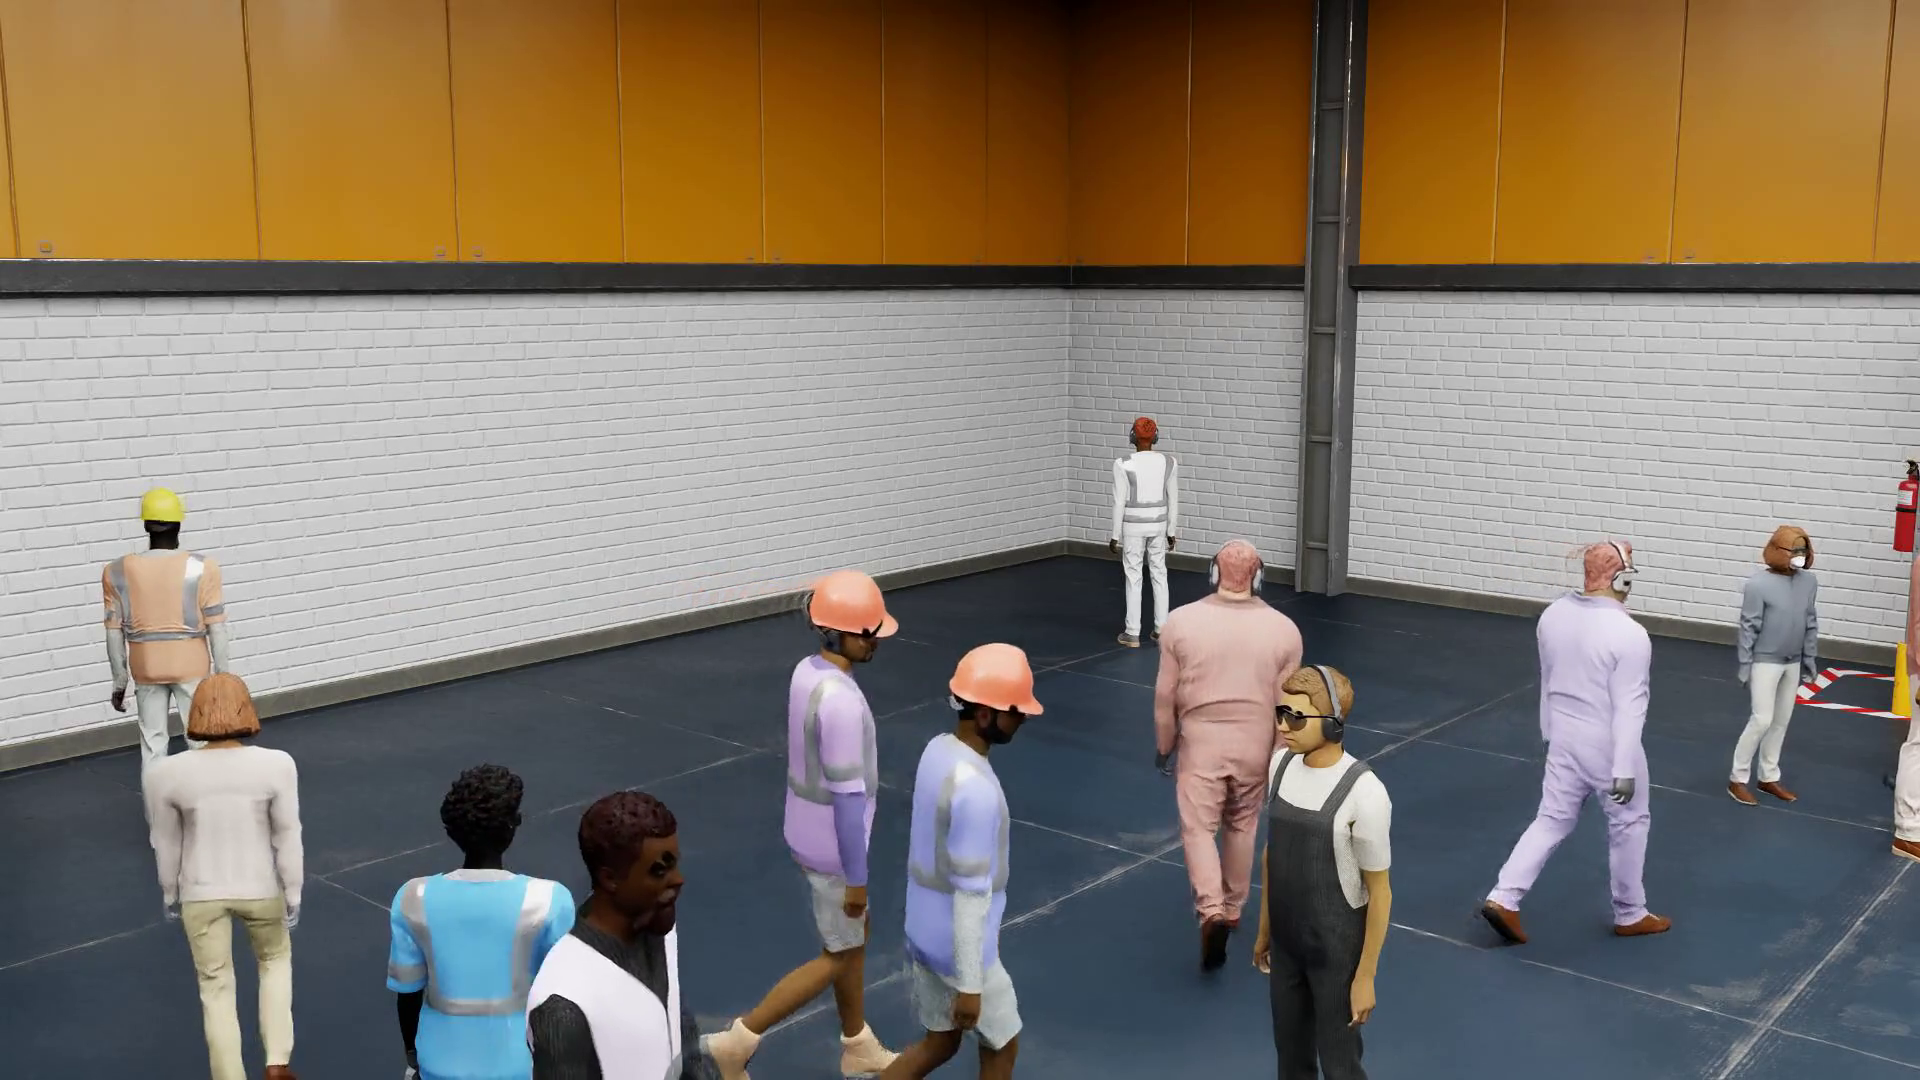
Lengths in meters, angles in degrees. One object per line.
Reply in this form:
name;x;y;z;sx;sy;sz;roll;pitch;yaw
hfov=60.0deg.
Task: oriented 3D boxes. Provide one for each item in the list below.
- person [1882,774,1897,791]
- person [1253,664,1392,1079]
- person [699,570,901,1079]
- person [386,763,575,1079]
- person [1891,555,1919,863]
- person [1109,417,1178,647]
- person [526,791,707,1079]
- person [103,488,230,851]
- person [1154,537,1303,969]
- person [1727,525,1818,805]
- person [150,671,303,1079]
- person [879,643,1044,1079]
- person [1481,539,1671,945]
person;5.733;0.561;9.584;0.574;1.909;0.766;-7;11;-37
person;1.121;1.288;5.239;0.327;1.843;0.516;-5;10;-30
person;-0.544;1.088;6.000;0.814;2.016;0.634;-3;9;-17
person;-1.299;1.458;4.634;0.540;1.697;0.317;0;9;2
person;5.103;0.673;8.624;0.621;1.996;0.373;-8;12;-43
person;1.504;-0.065;13.611;0.582;1.882;0.338;-3;9;-16
person;-0.718;1.492;3.825;0.651;1.896;0.602;1;9;5
person;-4.170;0.688;8.785;0.624;1.921;0.385;-2;9;-10
person;1.192;0.928;7.424;0.635;1.872;0.836;0;9;0
person;4.685;0.713;9.541;0.503;1.622;0.281;-4;10;-23
person;-2.629;1.277;6.009;0.500;1.618;0.428;-3;10;-19
person;-0.083;1.259;5.261;0.763;1.903;0.552;-3;10;-19
person;2.812;0.917;7.498;0.941;1.869;0.654;-4;10;-22
